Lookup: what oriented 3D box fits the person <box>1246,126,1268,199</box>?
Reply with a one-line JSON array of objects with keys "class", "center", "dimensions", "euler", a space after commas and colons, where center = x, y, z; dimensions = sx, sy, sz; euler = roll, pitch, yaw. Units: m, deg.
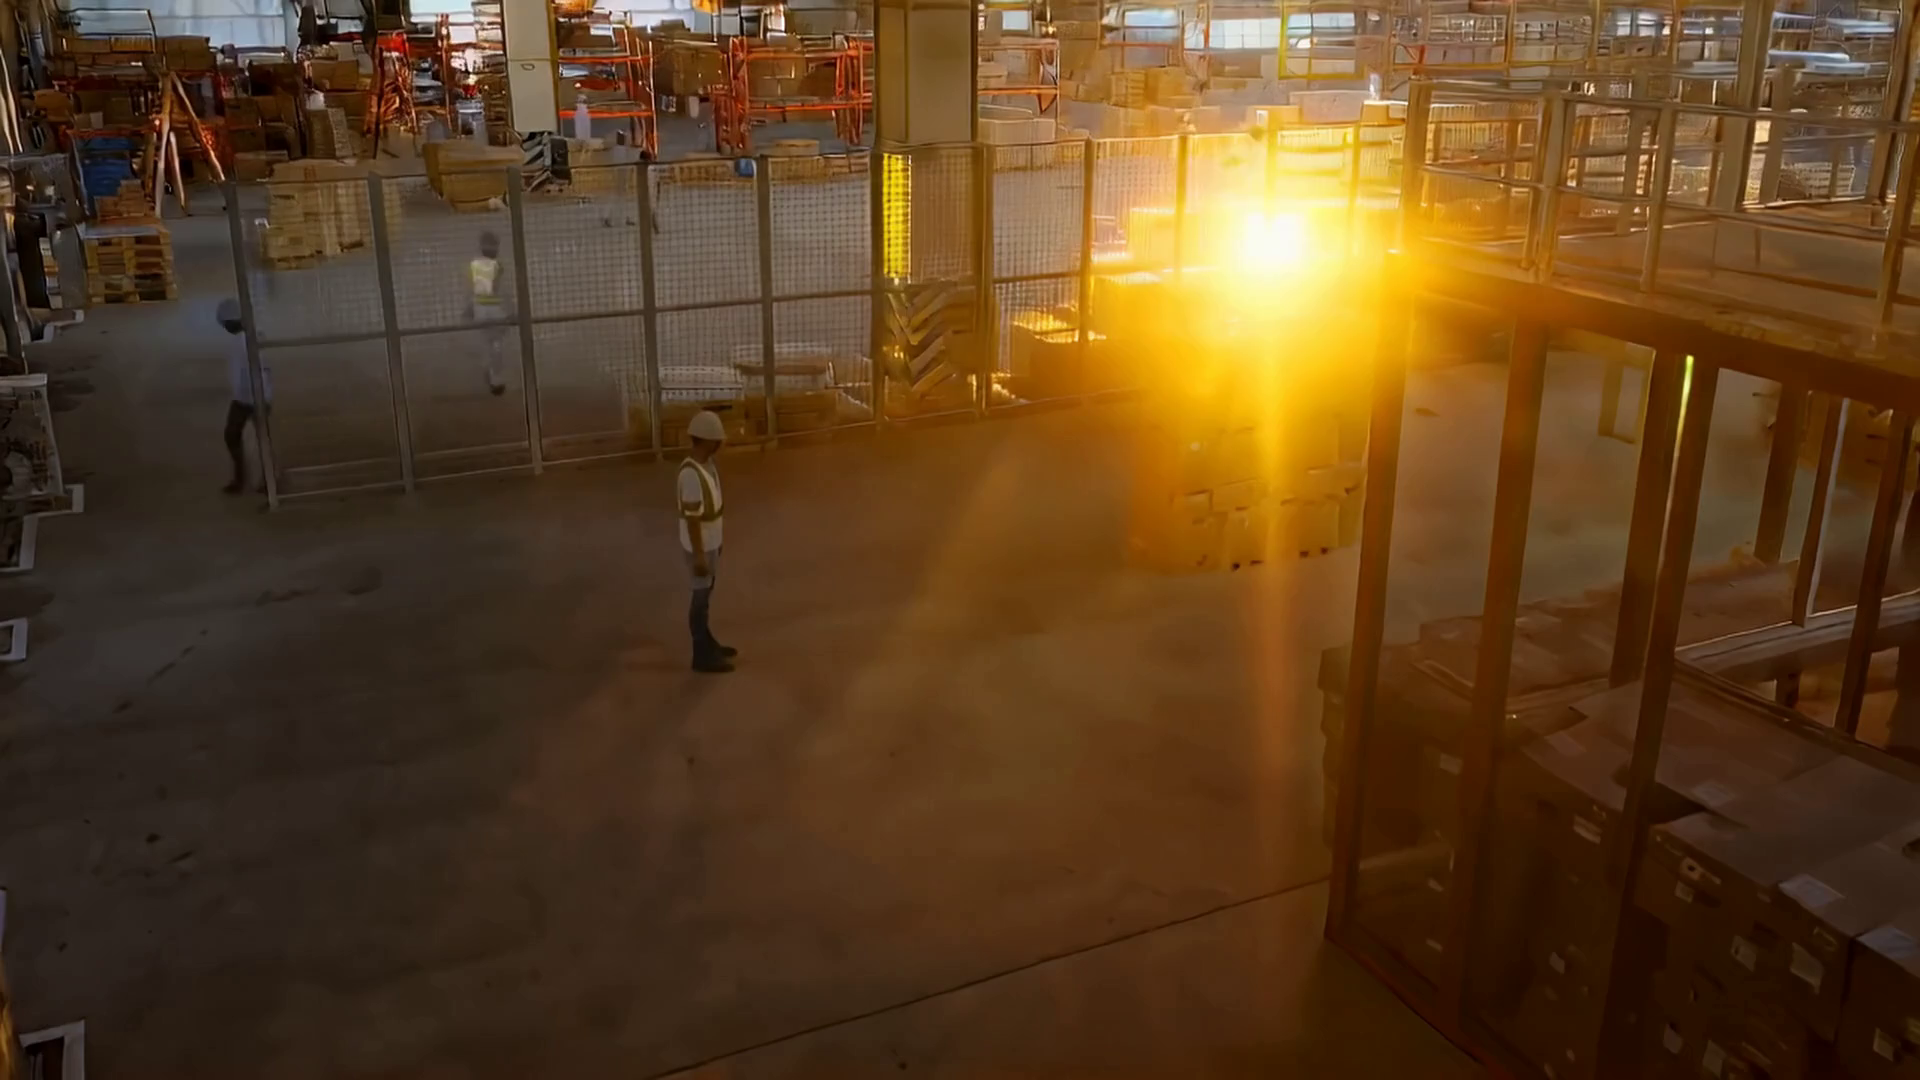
[{"class": "person", "center": [6.134, -7.738, 34.734], "dimensions": [0.879, 1.814, 0.638], "euler": [17, 25, 41]}]

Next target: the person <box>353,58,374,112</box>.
[{"class": "person", "center": [-20.743, -15.708, 57.663], "dimensions": [0.738, 1.919, 0.633], "euler": [1, 19, 2]}]

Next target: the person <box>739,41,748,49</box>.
[{"class": "person", "center": [-9.440, -20.854, 72.668], "dimensions": [0.600, 1.856, 1.022], "euler": [0, 19, 0]}]

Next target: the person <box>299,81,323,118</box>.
[{"class": "person", "center": [-18.656, -12.280, 47.821], "dimensions": [0.591, 1.845, 0.915], "euler": [-12, 22, -31]}]

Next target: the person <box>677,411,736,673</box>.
[{"class": "person", "center": [-1.841, 0.005, 12.094], "dimensions": [0.368, 1.929, 0.542], "euler": [1, 19, 2]}]

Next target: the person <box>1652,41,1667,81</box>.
[{"class": "person", "center": [31.396, -21.575, 74.687], "dimensions": [0.651, 1.904, 0.403], "euler": [-6, 20, -17]}]

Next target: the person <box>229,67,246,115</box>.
[{"class": "person", "center": [-25.037, -15.545, 57.622], "dimensions": [0.549, 1.618, 0.428], "euler": [-1, 19, -3]}]

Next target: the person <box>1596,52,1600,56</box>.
[{"class": "person", "center": [28.722, -21.662, 75.381], "dimensions": [0.530, 1.610, 0.675], "euler": [-4, 19, -11]}]

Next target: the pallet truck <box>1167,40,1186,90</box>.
[{"class": "pallet truck", "center": [9.045, -19.971, 69.895], "dimensions": [0.823, 1.965, 1.885], "euler": [-3, 19, -8]}]

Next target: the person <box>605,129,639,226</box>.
[{"class": "person", "center": [-6.757, -7.195, 33.028], "dimensions": [0.585, 1.892, 0.905], "euler": [8, 21, 23]}]

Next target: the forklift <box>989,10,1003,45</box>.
[{"class": "forklift", "center": [1.818, -25.209, 83.747], "dimensions": [1.873, 2.768, 1.129], "euler": [-9, 21, -25]}]

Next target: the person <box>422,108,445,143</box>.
[{"class": "person", "center": [-12.381, -9.270, 39.230], "dimensions": [0.533, 1.765, 0.329], "euler": [3, 19, 9]}]

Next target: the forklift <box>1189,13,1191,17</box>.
[{"class": "forklift", "center": [10.508, -23.776, 79.592], "dimensions": [1.129, 2.768, 1.873], "euler": [-9, 21, -25]}]

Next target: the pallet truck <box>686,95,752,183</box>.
[{"class": "pallet truck", "center": [-5.836, -9.608, 39.856], "dimensions": [0.823, 1.965, 1.885], "euler": [10, 22, 27]}]

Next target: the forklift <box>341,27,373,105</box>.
[{"class": "forklift", "center": [-22.275, -17.346, 60.954], "dimensions": [1.873, 2.768, 1.129], "euler": [-9, 21, -25]}]

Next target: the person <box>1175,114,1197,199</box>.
[{"class": "person", "center": [5.023, -8.582, 37.121], "dimensions": [0.527, 1.842, 0.708], "euler": [-3, 19, -10]}]

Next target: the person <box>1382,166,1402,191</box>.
[{"class": "person", "center": [7.272, -5.342, 27.789], "dimensions": [0.957, 1.789, 0.639], "euler": [5, 20, 13]}]

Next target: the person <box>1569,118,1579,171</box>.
[{"class": "person", "center": [13.983, -9.125, 38.412], "dimensions": [0.412, 2.035, 0.601], "euler": [-4, 19, -11]}]

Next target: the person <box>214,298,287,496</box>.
[{"class": "person", "center": [-6.918, -1.342, 15.959], "dimensions": [0.606, 1.958, 0.734], "euler": [16, 24, 38]}]

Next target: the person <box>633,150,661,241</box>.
[{"class": "person", "center": [-5.826, -6.413, 31.046], "dimensions": [0.533, 1.697, 0.319], "euler": [-11, 22, -29]}]

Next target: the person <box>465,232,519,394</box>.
[{"class": "person", "center": [-5.598, -2.754, 20.094], "dimensions": [0.607, 1.924, 0.668], "euler": [7, 20, 19]}]

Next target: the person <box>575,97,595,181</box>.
[{"class": "person", "center": [-9.017, -9.646, 40.022], "dimensions": [0.476, 1.972, 0.642], "euler": [5, 20, 14]}]

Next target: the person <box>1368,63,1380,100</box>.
[{"class": "person", "center": [13.380, -14.418, 53.842], "dimensions": [0.367, 1.967, 0.602], "euler": [10, 21, 27]}]

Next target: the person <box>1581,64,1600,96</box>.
[{"class": "person", "center": [22.335, -16.019, 58.950], "dimensions": [0.591, 1.658, 0.560], "euler": [10, 21, 26]}]

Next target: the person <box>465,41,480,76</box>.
[{"class": "person", "center": [-20.873, -20.392, 71.264], "dimensions": [0.646, 1.894, 0.668], "euler": [-11, 22, -30]}]

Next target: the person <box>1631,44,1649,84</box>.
[{"class": "person", "center": [27.914, -19.420, 68.388], "dimensions": [0.635, 1.937, 0.354], "euler": [4, 19, 10]}]

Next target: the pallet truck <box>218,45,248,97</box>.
[{"class": "pallet truck", "center": [-28.879, -18.665, 66.111], "dimensions": [0.823, 1.965, 1.885], "euler": [-3, 19, -9]}]

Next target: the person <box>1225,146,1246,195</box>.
[{"class": "person", "center": [4.862, -6.032, 29.628], "dimensions": [0.583, 1.909, 0.597], "euler": [8, 21, 22]}]

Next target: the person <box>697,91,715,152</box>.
[{"class": "person", "center": [-6.840, -11.317, 45.228], "dimensions": [0.501, 1.720, 0.701], "euler": [-10, 22, -27]}]

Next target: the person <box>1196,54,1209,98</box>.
[{"class": "person", "center": [9.560, -18.141, 65.076], "dimensions": [0.553, 1.661, 0.795], "euler": [-11, 22, -30]}]

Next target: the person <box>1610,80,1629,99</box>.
[{"class": "person", "center": [20.649, -13.695, 52.186], "dimensions": [0.538, 1.683, 0.612], "euler": [5, 20, 14]}]

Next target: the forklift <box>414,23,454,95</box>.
[{"class": "forklift", "center": [-21.585, -19.456, 67.070], "dimensions": [1.129, 2.768, 1.873], "euler": [14, 23, 35]}]

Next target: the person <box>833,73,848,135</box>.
[{"class": "person", "center": [-3.651, -13.339, 50.899], "dimensions": [0.336, 1.844, 0.510], "euler": [17, 25, 40]}]

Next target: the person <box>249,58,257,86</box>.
[{"class": "person", "center": [-24.397, -15.694, 57.591], "dimensions": [0.377, 1.932, 0.552], "euler": [-7, 20, -19]}]
